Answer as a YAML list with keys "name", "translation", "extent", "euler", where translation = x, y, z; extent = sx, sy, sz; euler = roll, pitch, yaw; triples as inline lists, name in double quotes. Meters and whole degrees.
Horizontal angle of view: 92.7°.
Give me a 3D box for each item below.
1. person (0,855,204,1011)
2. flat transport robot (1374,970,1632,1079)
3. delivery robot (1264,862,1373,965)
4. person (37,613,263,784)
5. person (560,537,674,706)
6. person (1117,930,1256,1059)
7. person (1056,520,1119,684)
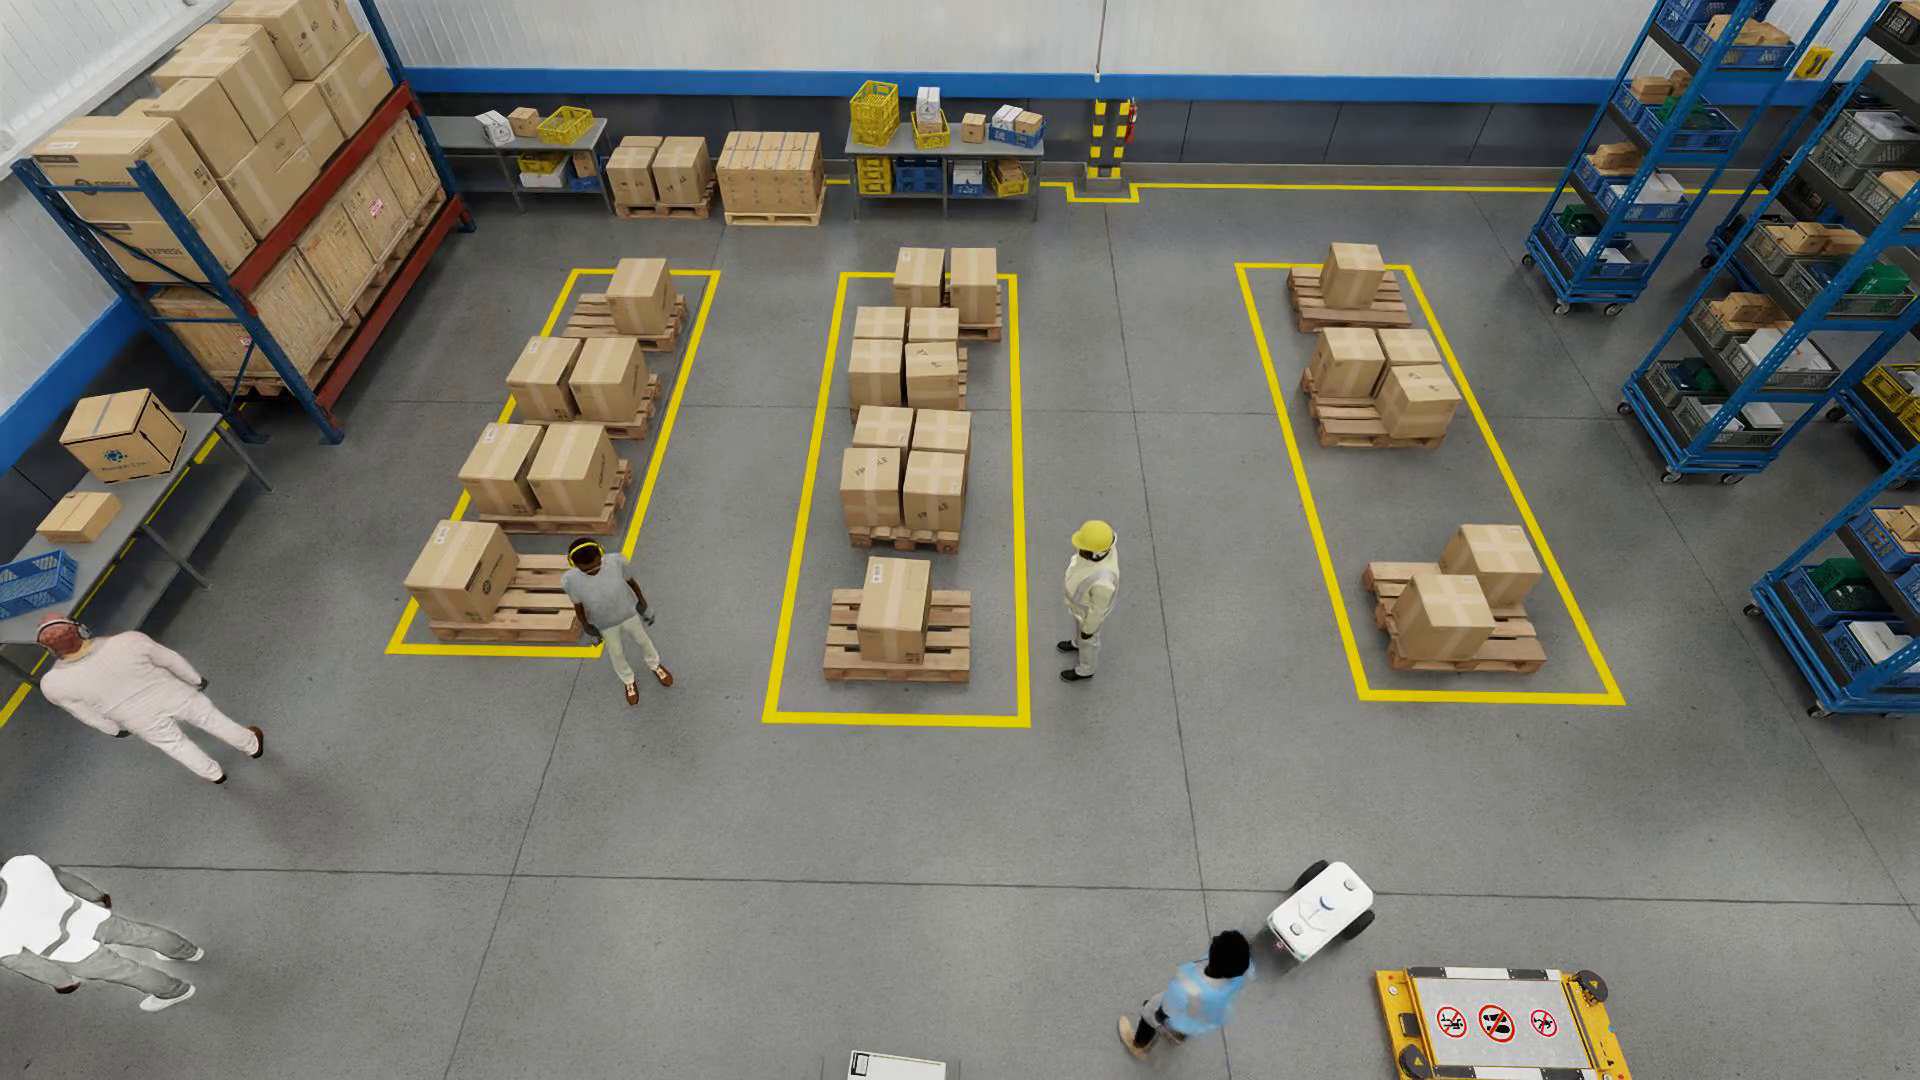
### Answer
- name: "person"
  translation: [-5.291, 2.367, 5.483]
  extent: [0.377, 1.917, 0.599]
  euler: [-9, 51, -7]
- name: "flat transport robot"
  translation: [3.501, 3.133, 5.914]
  extent: [1.431, 0.197, 0.652]
  euler: [1, 51, 1]
- name: "delivery robot"
  translation: [2.421, 2.508, 6.183]
  extent: [0.707, 0.478, 0.477]
  euler: [-28, 56, -21]
- name: "person"
  translation: [-5.749, 1.125, 6.503]
  extent: [0.401, 1.907, 0.646]
  euler: [37, 60, 26]
- name: "person"
  translation: [-2.600, 0.606, 6.955]
  extent: [0.509, 1.865, 0.329]
  euler: [-27, 56, -21]
- name: "person"
  translation: [1.329, 2.694, 5.378]
  extent: [0.634, 1.667, 0.398]
  euler: [-17, 53, -13]
- name: "person"
  translation: [0.987, 0.472, 7.091]
  extent: [0.403, 1.823, 0.581]
  euler: [1, 51, 1]
